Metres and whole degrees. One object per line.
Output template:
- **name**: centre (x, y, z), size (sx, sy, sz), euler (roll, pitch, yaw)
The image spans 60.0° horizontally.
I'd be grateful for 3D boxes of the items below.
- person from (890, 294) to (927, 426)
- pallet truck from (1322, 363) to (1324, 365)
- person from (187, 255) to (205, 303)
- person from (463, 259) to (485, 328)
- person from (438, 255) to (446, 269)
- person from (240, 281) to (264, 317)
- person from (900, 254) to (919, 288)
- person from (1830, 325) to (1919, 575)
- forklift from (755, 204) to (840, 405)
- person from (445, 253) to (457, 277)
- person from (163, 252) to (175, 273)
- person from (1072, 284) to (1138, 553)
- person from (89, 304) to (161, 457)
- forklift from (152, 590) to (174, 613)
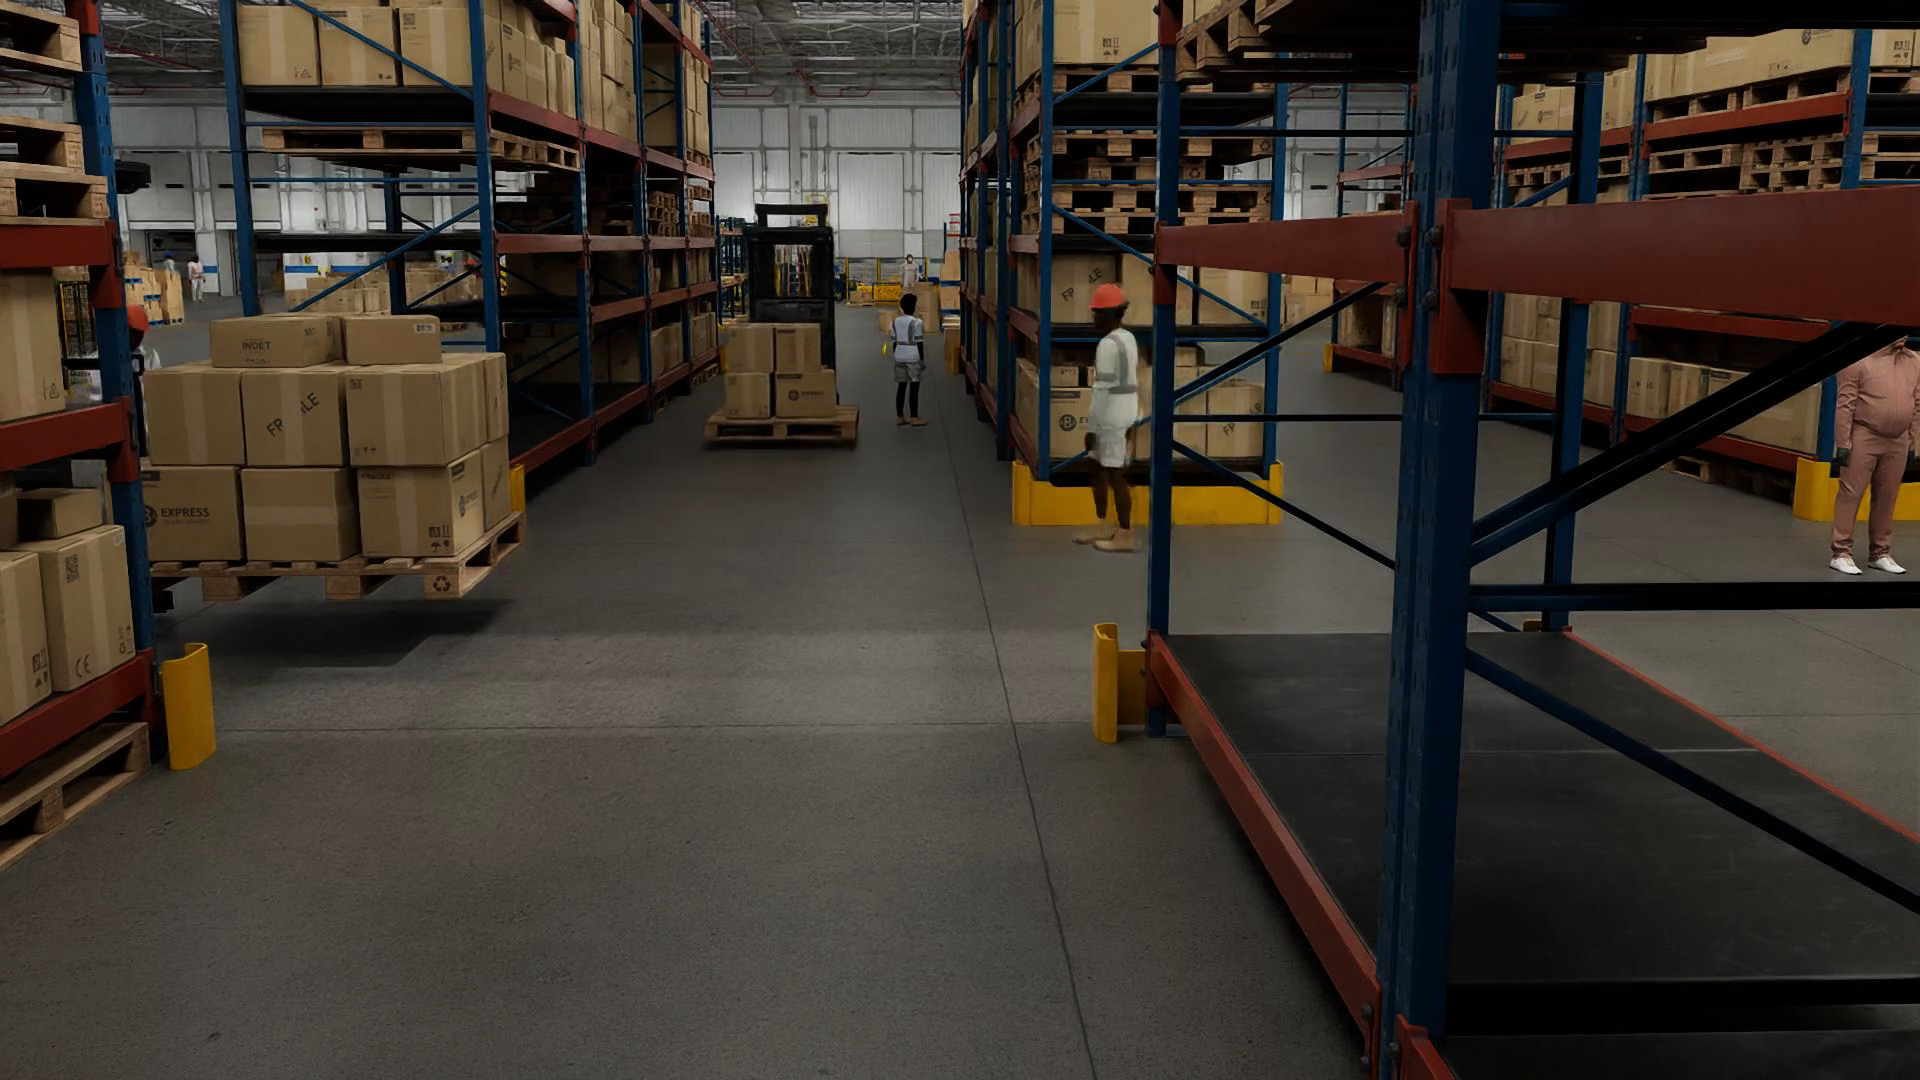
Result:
- **person**: centre (-0.656, -2.289, 21.198), size (0.533, 1.689, 0.333), euler (9, 14, 41)
- **pallet truck**: centre (7.712, -4.157, 30.737), size (1.885, 1.965, 0.823), euler (3, 11, 16)
- **person**: centre (-29.430, -10.077, 64.156), size (0.429, 1.839, 0.634), euler (7, 12, 35)
- **person**: centre (-13.203, -6.647, 44.945), size (1.012, 1.883, 0.563), euler (3, 11, 18)
- **person**: centre (-20.444, -10.304, 65.484), size (0.482, 1.826, 0.872), euler (8, 13, 37)
- **person**: centre (-13.527, -4.226, 31.795), size (0.544, 1.750, 0.420), euler (5, 11, 24)
- **person**: centre (-1.676, -8.504, 55.118), size (0.632, 1.940, 0.372), euler (-1, 10, -5)
- **person**: centre (6.488, -0.695, 11.741), size (0.641, 1.900, 0.401), euler (-1, 10, -8)
- **forklift**: centre (-2.166, -2.976, 21.700), size (1.129, 2.768, 1.873), euler (0, 10, -2)
- **person**: centre (-19.559, -10.063, 63.892), size (0.422, 1.911, 0.606), euler (-6, 12, -32)
- **person**: centre (-32.108, -10.703, 67.422), size (0.716, 1.924, 0.625), euler (2, 10, 13)
- **person**: centre (1.039, -0.906, 12.539), size (0.686, 2.024, 0.636), euler (4, 11, 19)
- **person**: centre (-6.272, -0.853, 12.701), size (0.990, 1.866, 0.535), euler (5, 11, 25)
- **forklift**: centre (-5.858, -0.811, 9.639), size (1.873, 2.768, 1.129), euler (-1, 10, -3)
